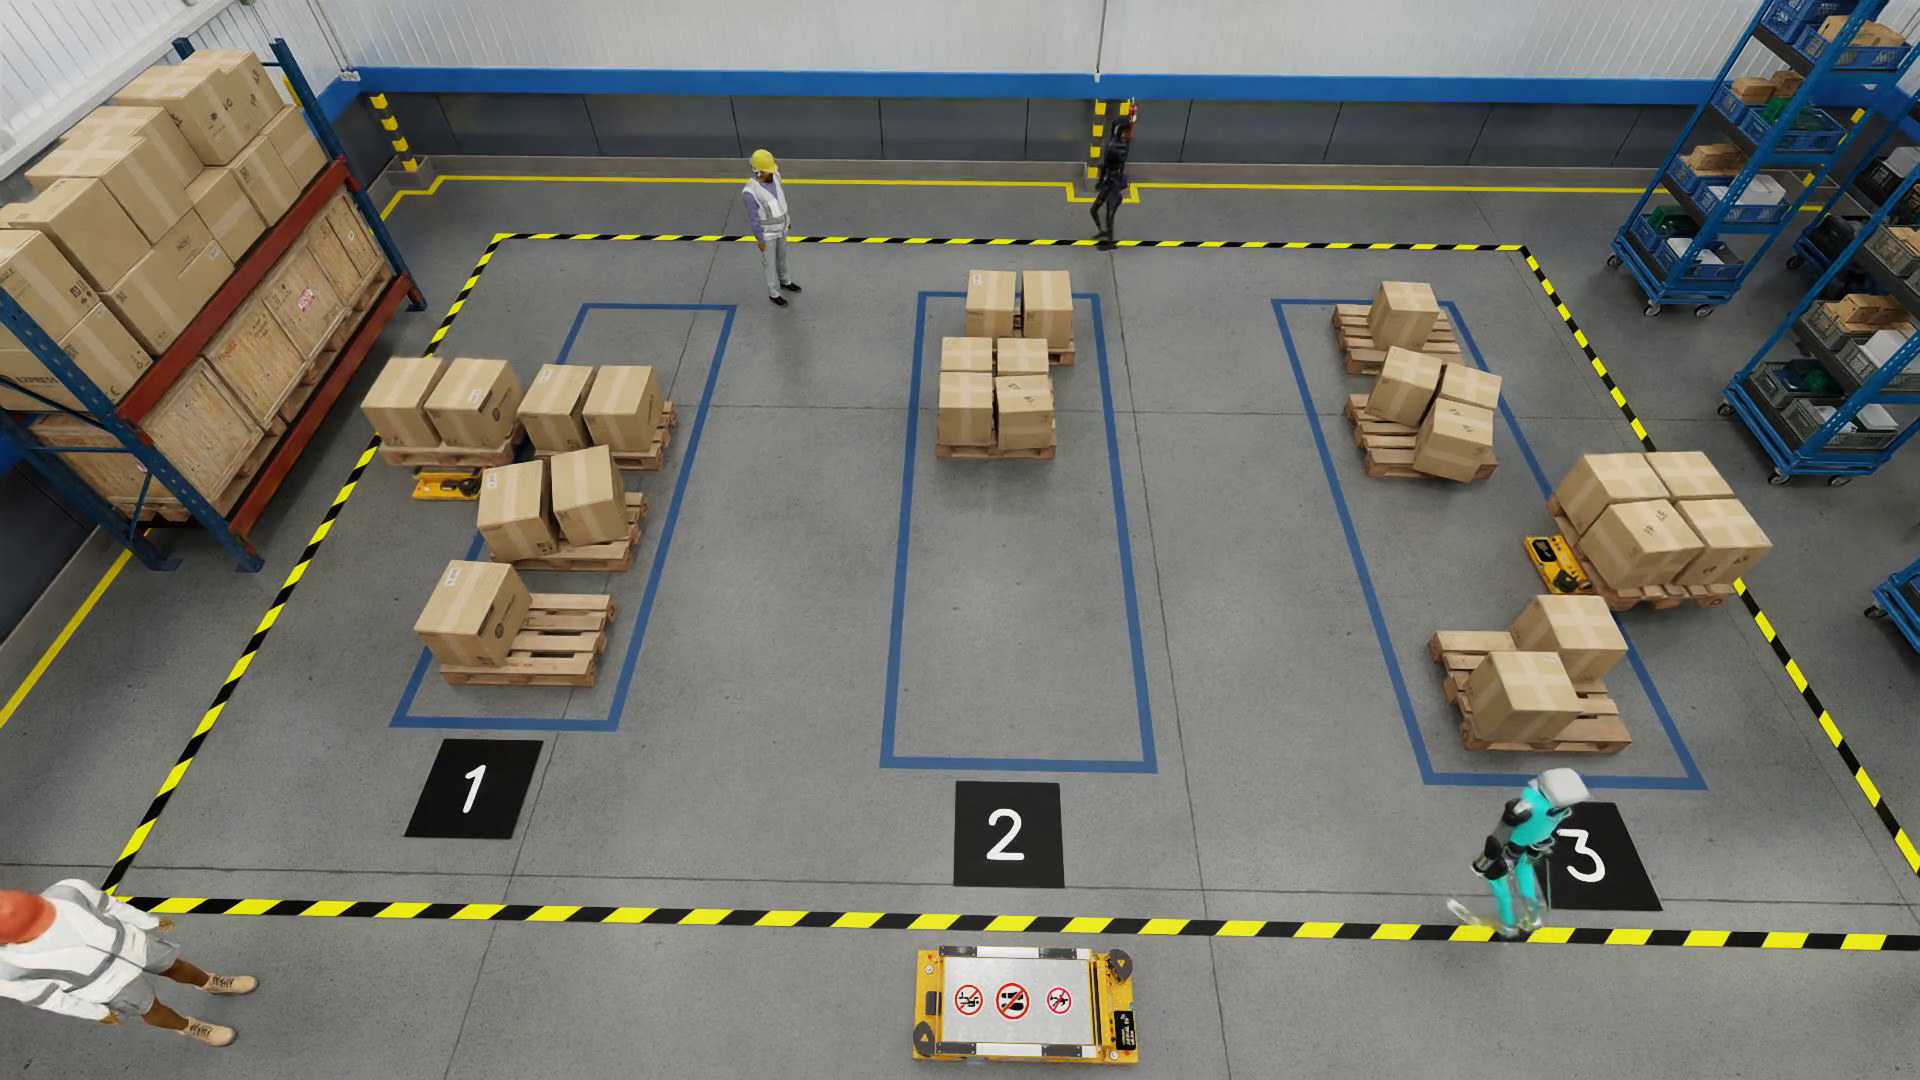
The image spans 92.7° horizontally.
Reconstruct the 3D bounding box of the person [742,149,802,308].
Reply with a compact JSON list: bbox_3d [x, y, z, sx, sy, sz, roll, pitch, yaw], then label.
[{"bbox_3d":[-2.113,-3.523,10.350,0.403,1.830,0.586,21,54,17],"label":"person"}]

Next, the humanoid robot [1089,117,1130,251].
[{"bbox_3d":[1.819,-4.246,11.038,0.365,1.654,0.602,-8,51,-7],"label":"humanoid robot"}]

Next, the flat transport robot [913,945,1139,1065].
[{"bbox_3d":[0.422,3.041,6.007,1.431,0.231,0.659,1,51,1],"label":"flat transport robot"}]

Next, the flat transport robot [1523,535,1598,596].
[{"bbox_3d":[5.989,0.192,8.311,1.431,0.197,0.652,-2,51,-2],"label":"flat transport robot"}]

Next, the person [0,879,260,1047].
[{"bbox_3d":[-4.876,2.471,5.335,0.396,2.033,0.604,2,51,2],"label":"person"}]

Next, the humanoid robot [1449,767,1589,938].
[{"bbox_3d":[3.614,2.137,5.795,0.582,1.752,0.801,-16,53,-13],"label":"humanoid robot"}]

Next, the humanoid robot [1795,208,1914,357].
[{"bbox_3d":[9.668,-2.842,9.931,0.602,1.633,0.780,7,51,6],"label":"humanoid robot"}]

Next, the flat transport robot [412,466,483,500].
[{"bbox_3d":[-4.964,-0.996,9.280,0.652,0.197,1.431,1,51,1],"label":"flat transport robot"}]
